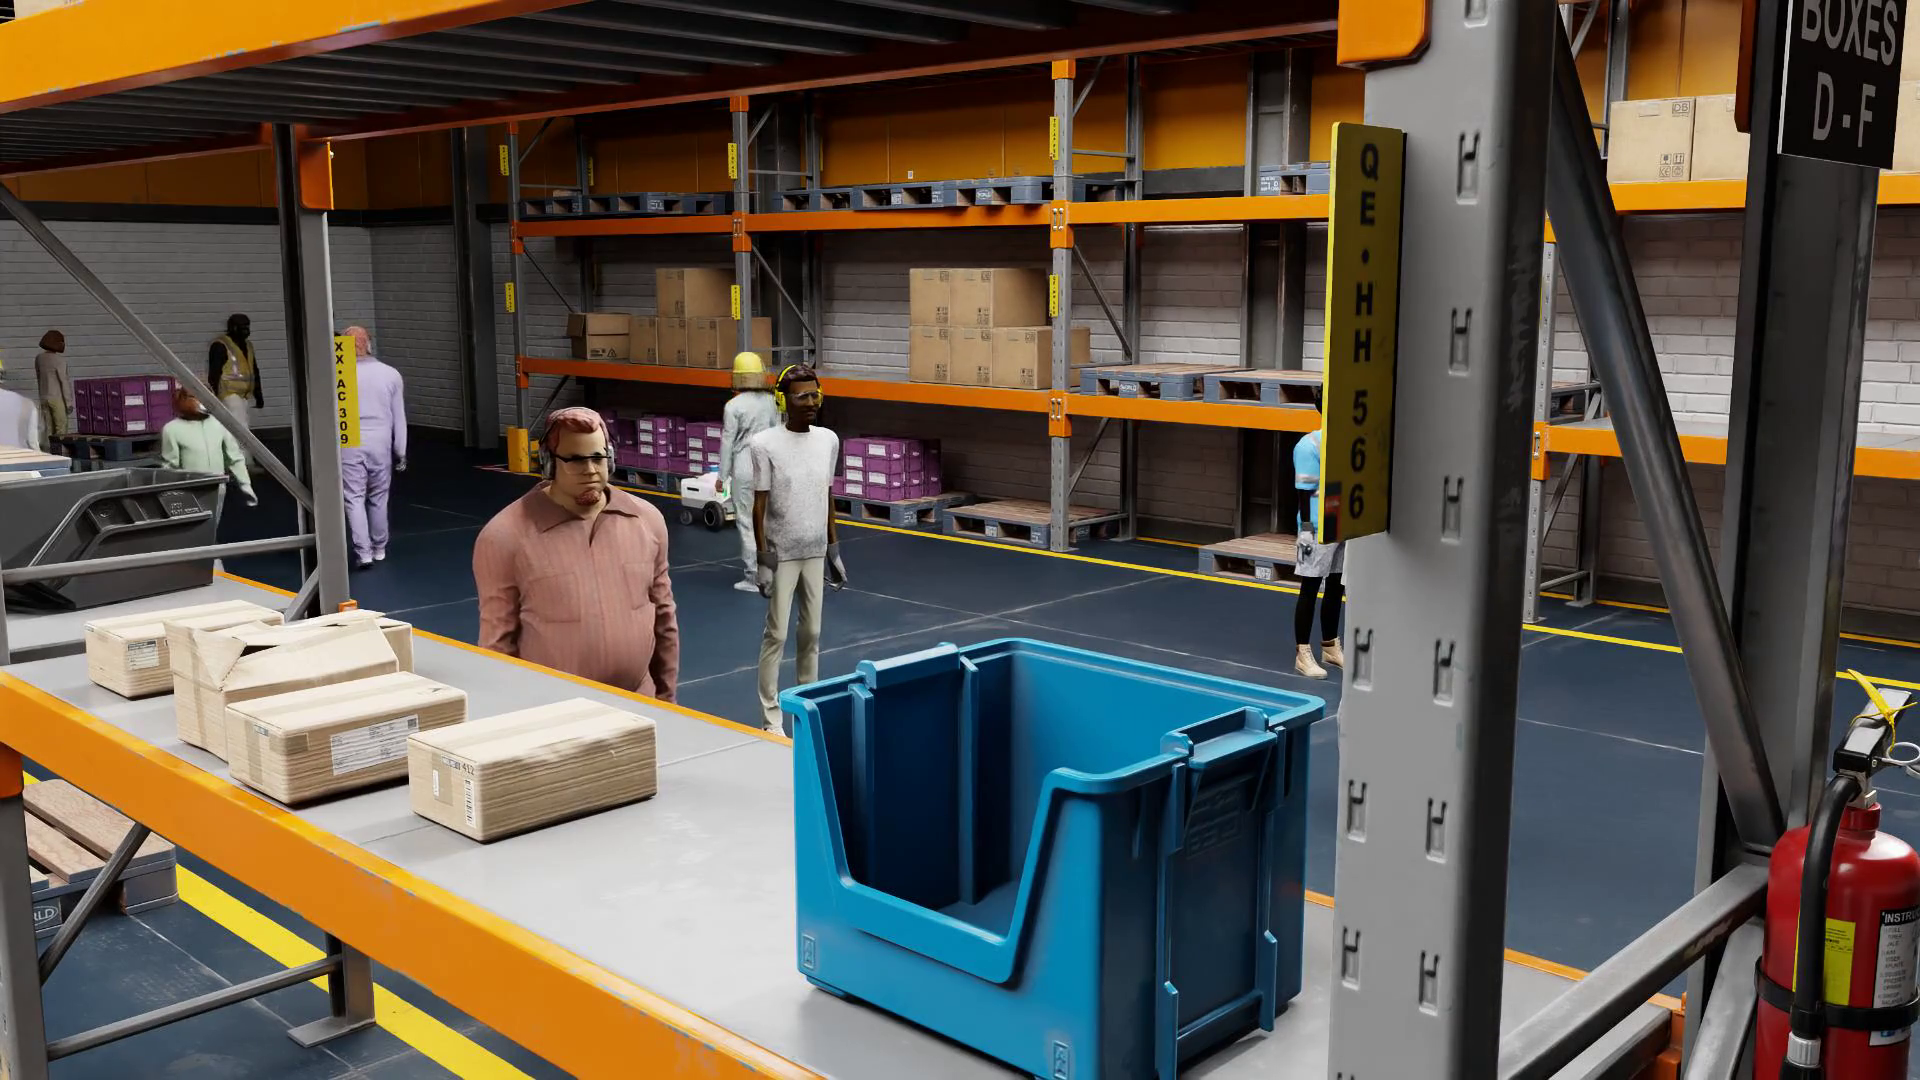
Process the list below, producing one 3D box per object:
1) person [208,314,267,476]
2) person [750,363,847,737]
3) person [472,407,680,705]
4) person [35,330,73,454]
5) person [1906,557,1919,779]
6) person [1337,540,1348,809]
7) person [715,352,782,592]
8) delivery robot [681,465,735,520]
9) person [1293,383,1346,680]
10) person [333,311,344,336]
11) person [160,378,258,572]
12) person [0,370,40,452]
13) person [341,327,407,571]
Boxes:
[{"bbox_3d":[-8.048,-1.621,18.660,0.764,1.808,0.650,1,9,8],"label":"person"},{"bbox_3d":[-0.768,0.083,8.021,0.521,1.873,0.335,-8,12,-39],"label":"person"},{"bbox_3d":[-1.160,0.533,5.186,0.645,1.900,0.402,-7,11,-36],"label":"person"},{"bbox_3d":[-10.271,-1.567,18.903,0.510,1.620,0.295,5,10,26],"label":"person"},{"bbox_3d":[4.555,0.191,7.516,0.592,1.826,0.404,-8,13,-42],"label":"person"},{"bbox_3d":[1.766,0.236,6.874,0.370,1.941,0.627,0,9,-1],"label":"person"},{"bbox_3d":[-1.521,-0.483,11.917,0.351,1.723,0.505,8,12,41],"label":"person"},{"bbox_3d":[-2.185,-0.429,14.900,0.477,0.478,0.707,-9,13,-44],"label":"delivery robot"},{"bbox_3d":[2.106,-0.065,9.461,0.540,1.696,0.316,-7,12,-38],"label":"person"},{"bbox_3d":[-7.161,-1.698,18.881,0.608,1.895,0.732,-6,11,-32],"label":"person"},{"bbox_3d":[-5.067,-0.293,11.199,0.875,1.586,0.515,5,11,30],"label":"person"},{"bbox_3d":[-6.485,-0.387,11.113,0.791,1.798,0.622,7,12,39],"label":"person"},{"bbox_3d":[-4.632,-0.710,12.877,0.662,1.878,0.817,-5,10,-27],"label":"person"}]
